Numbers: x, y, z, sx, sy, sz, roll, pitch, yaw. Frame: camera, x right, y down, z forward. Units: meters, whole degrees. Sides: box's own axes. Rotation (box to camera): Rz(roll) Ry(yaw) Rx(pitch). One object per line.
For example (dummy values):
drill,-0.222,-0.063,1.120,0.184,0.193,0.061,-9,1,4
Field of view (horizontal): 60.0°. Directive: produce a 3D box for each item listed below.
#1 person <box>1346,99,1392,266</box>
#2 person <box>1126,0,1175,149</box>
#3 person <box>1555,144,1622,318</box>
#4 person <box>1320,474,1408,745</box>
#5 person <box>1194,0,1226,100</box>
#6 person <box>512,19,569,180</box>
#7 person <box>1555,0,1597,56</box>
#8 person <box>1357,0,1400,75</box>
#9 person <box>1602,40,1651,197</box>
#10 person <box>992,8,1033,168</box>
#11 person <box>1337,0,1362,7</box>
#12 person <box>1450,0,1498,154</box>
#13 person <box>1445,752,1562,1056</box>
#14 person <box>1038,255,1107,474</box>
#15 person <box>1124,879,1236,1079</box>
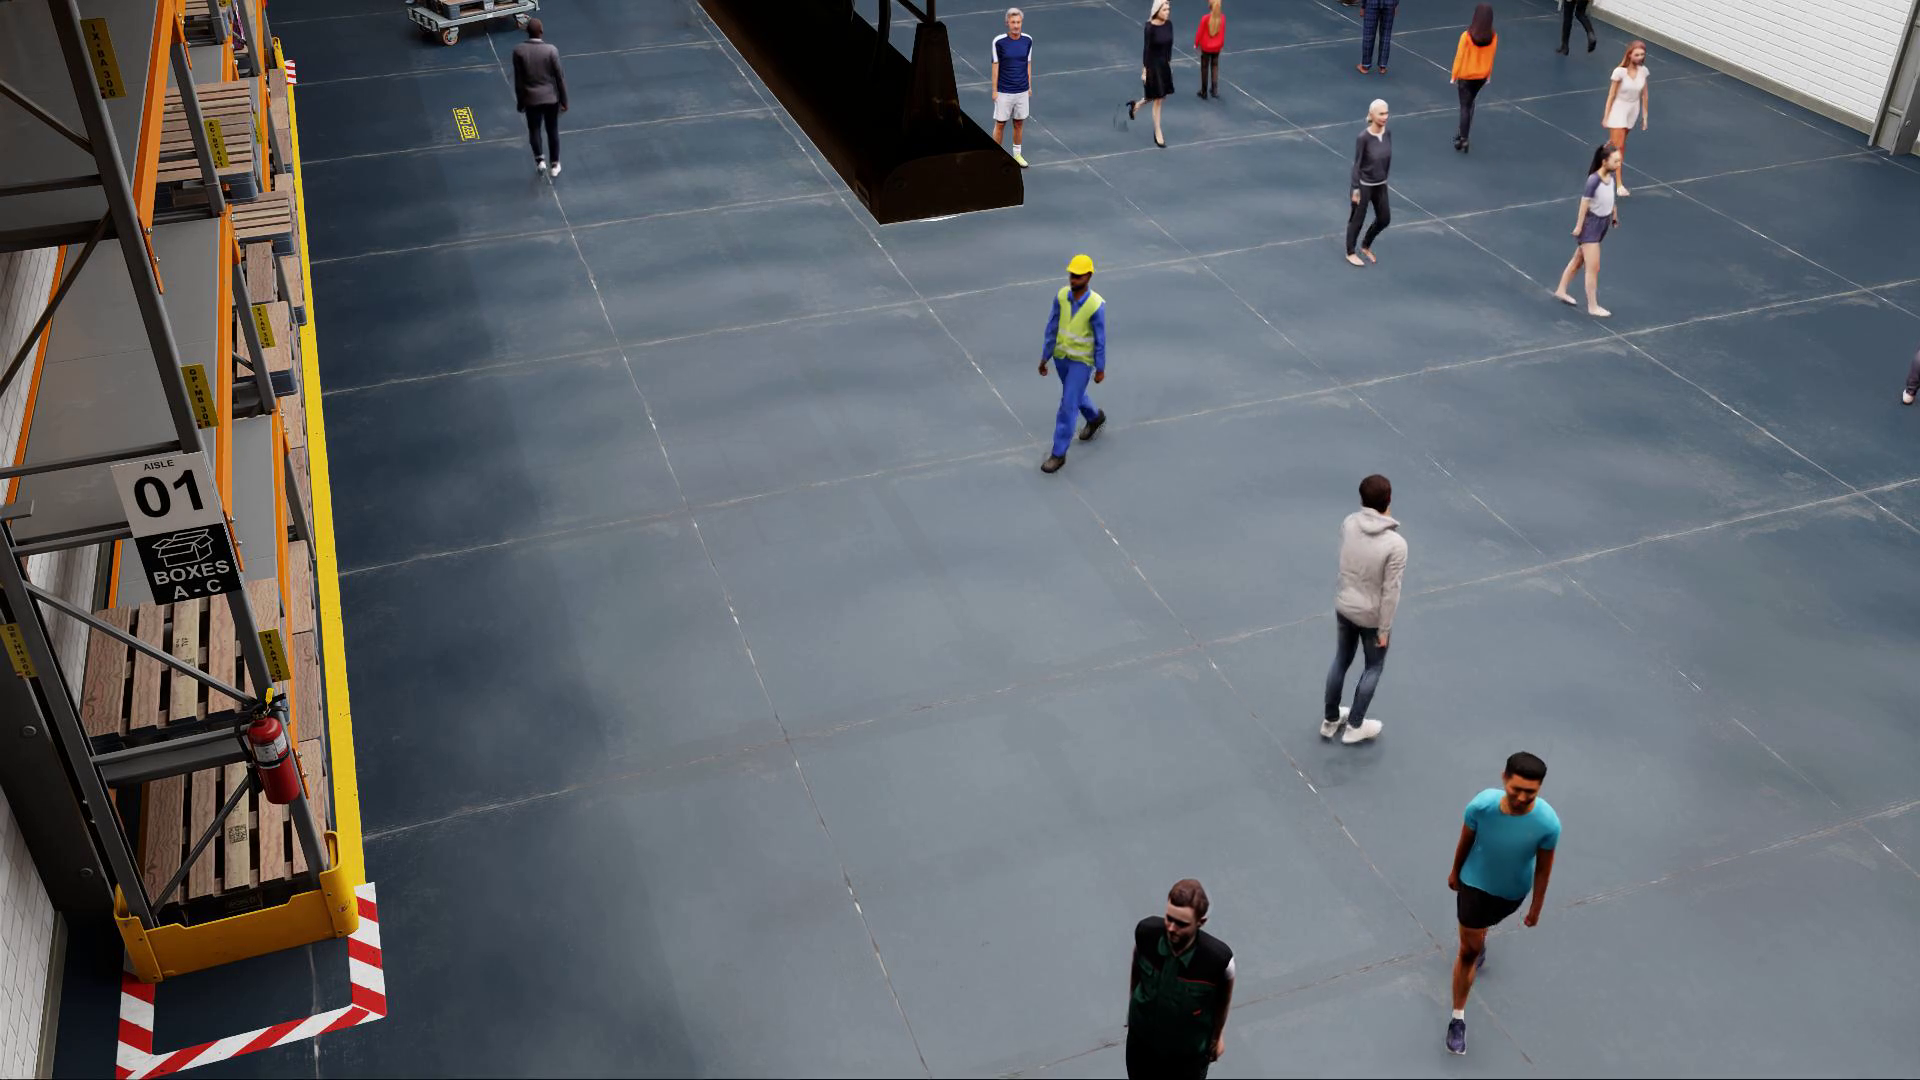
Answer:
person,4.083,-3.630,16.783,0.672,1.715,0.631,-16,37,-22
person,2.262,-5.549,19.662,0.785,1.725,1.043,-23,40,-30
person,5.965,-2.998,15.910,0.980,1.628,0.834,27,42,34
person,2.506,0.493,10.503,0.877,1.801,0.762,-17,37,-24
person,3.179,-6.247,21.116,0.509,1.278,0.553,-9,35,-13
person,-4.694,-4.886,18.591,0.837,1.806,0.908,-4,34,-7
person,8.393,-7.343,22.356,0.629,1.729,0.865,-12,35,-18
person,5.527,-7.061,21.851,0.735,1.818,0.711,0,34,0
person,7.337,-4.725,18.494,0.720,1.645,1.162,-5,34,-8
person,0.587,-5.156,18.968,0.625,1.838,0.530,-11,35,-16
person,5.835,-8.834,24.567,0.482,1.765,0.712,27,42,34
person,6.012,-5.352,19.355,0.618,1.736,0.617,-11,35,-16
person,2.810,1.743,8.694,1.069,1.722,1.249,9,35,14
person,0.983,-1.493,13.509,1.226,1.780,1.092,27,42,35
person,0.988,2.288,7.764,0.737,1.843,0.805,16,37,23
